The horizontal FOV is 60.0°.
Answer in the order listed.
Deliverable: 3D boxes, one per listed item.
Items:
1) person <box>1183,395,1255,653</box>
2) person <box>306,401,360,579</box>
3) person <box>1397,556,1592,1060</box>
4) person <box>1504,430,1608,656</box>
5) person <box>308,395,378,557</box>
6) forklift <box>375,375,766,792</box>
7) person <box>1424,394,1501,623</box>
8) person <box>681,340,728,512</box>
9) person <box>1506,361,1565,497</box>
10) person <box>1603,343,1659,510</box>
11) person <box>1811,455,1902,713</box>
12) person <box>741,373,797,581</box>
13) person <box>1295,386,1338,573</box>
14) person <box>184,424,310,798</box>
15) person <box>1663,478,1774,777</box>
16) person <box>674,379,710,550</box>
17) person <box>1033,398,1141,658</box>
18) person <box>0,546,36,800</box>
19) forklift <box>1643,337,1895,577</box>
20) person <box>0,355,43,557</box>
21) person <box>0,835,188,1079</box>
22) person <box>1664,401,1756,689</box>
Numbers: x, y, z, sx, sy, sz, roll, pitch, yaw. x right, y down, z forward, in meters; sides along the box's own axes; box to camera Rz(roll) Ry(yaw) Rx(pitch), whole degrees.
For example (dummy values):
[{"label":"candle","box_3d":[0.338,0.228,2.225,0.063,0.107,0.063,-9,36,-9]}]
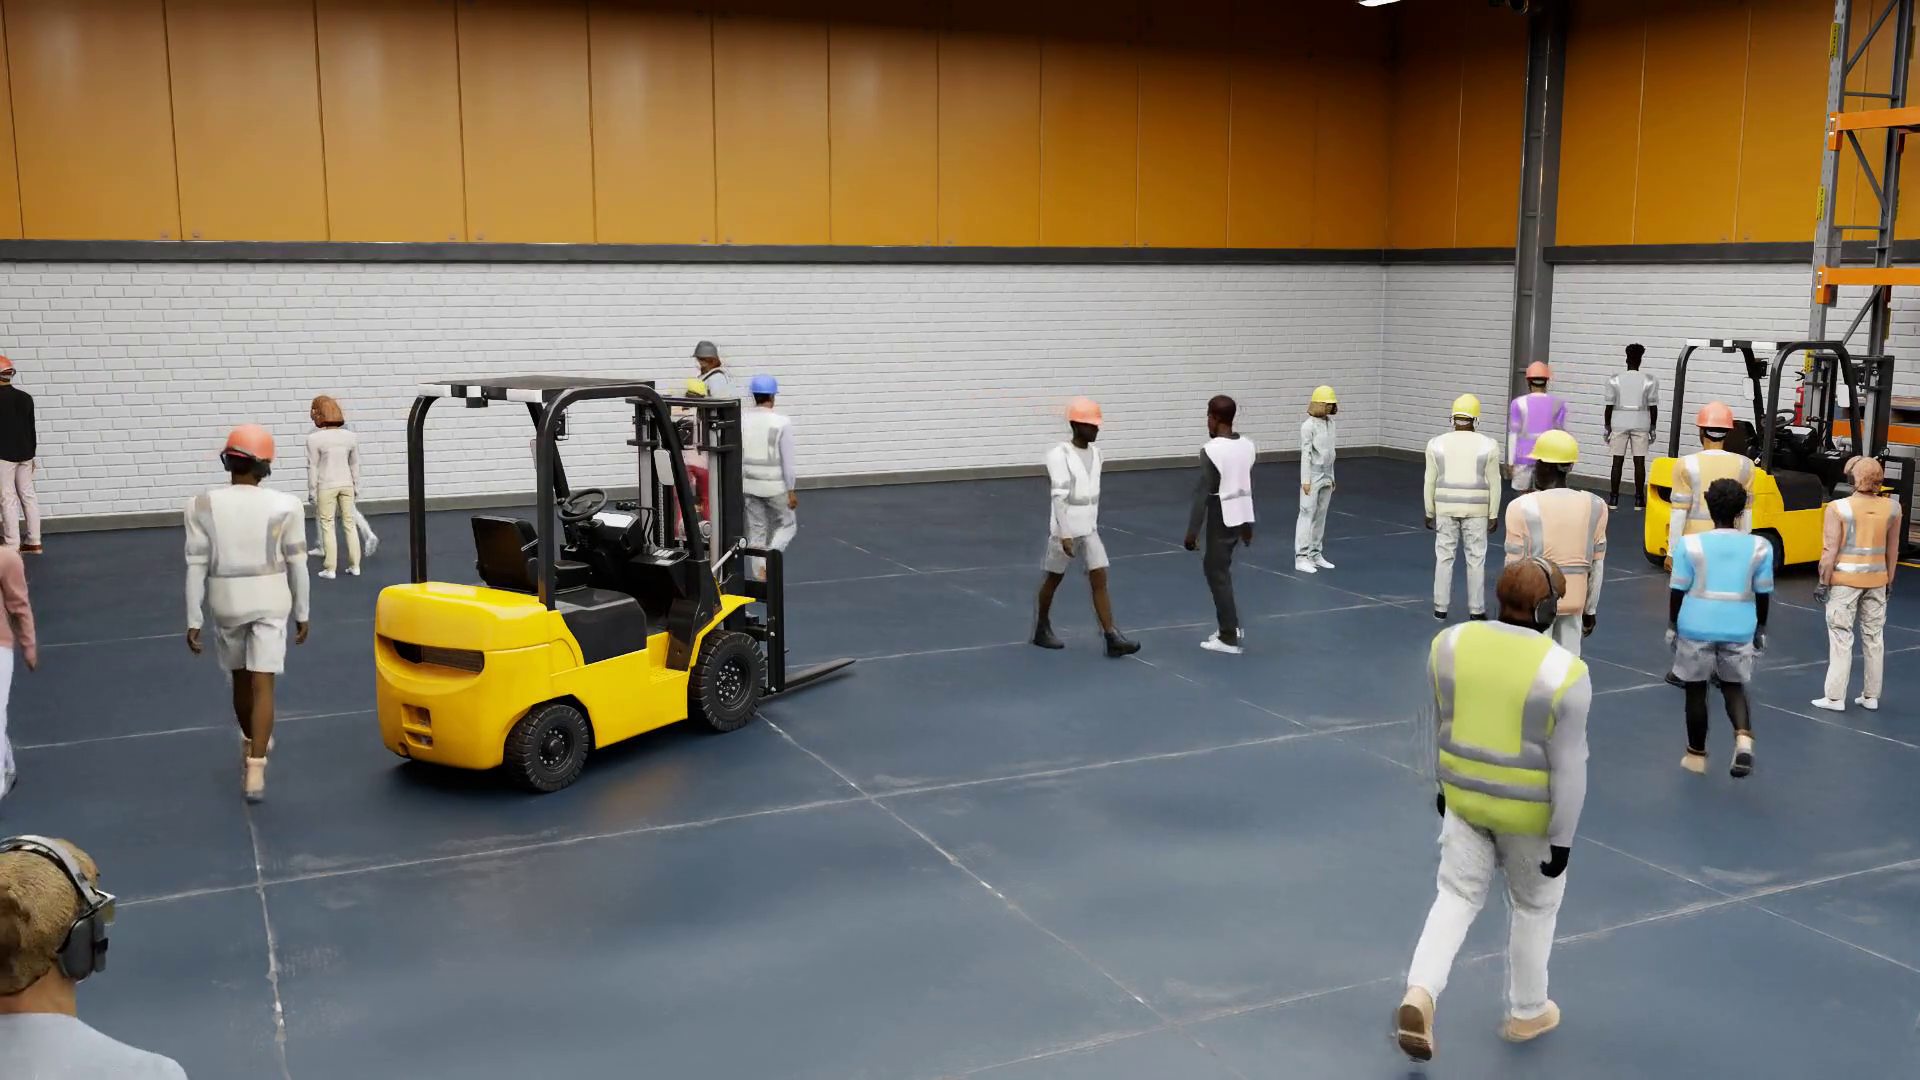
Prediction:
[{"label":"person","box_3d":[1.897,-0.115,12.252,0.527,1.902,0.593,7,12,38]},{"label":"person","box_3d":[-5.728,-0.461,15.235,0.279,1.624,0.494,8,12,39]},{"label":"person","box_3d":[1.888,0.955,5.877,0.629,1.815,0.802,9,13,44]},{"label":"person","box_3d":[3.278,0.350,9.258,0.588,1.929,0.367,-2,9,-9]},{"label":"person","box_3d":[-6.084,-0.615,16.240,0.751,1.606,0.510,5,10,26]},{"label":"forklift","box_3d":[-2.268,0.149,9.685,1.214,2.155,2.313,6,11,32]},{"label":"person","box_3d":[3.990,-0.241,13.217,0.588,1.835,0.403,4,10,23]},{"label":"person","box_3d":[-2.848,-1.320,19.273,0.758,2.000,0.692,-3,10,-20]},{"label":"person","box_3d":[5.751,-0.822,16.595,0.540,1.912,0.665,1,9,3]},{"label":"person","box_3d":[7.883,-1.329,19.558,0.603,1.966,0.368,4,10,23]},{"label":"person","box_3d":[5.687,0.285,10.554,0.523,1.639,0.308,-1,9,-6]},{"label":"person","box_3d":[-1.663,-0.461,14.269,0.635,1.934,0.427,4,10,25]},{"label":"person","box_3d":[3.368,-0.573,15.562,0.323,1.742,0.492,9,13,44]},{"label":"person","box_3d":[-3.860,0.361,9.053,0.618,1.980,1.061,-2,9,-15]},{"label":"person","box_3d":[4.138,0.501,9.067,0.538,1.684,0.480,1,9,7]},{"label":"person","box_3d":[-2.664,-0.762,16.800,0.538,1.712,0.899,2,9,9]},{"label":"person","box_3d":[0.876,-0.085,12.096,0.568,1.885,0.985,-8,12,-40]},{"label":"person","box_3d":[-5.059,0.576,8.539,0.510,1.711,0.950,-2,9,-10]},{"label":"forklift","box_3d":[7.551,-0.789,15.507,2.313,2.155,1.214,-4,10,-25]},{"label":"person","box_3d":[-9.329,-0.815,16.315,0.402,1.988,0.613,2,9,12]},{"label":"person","box_3d":[-1.498,1.398,2.863,0.632,1.887,1.005,1,9,4]},{"label":"person","box_3d":[5.004,0.039,11.162,0.551,1.934,0.373,0,9,2]}]
